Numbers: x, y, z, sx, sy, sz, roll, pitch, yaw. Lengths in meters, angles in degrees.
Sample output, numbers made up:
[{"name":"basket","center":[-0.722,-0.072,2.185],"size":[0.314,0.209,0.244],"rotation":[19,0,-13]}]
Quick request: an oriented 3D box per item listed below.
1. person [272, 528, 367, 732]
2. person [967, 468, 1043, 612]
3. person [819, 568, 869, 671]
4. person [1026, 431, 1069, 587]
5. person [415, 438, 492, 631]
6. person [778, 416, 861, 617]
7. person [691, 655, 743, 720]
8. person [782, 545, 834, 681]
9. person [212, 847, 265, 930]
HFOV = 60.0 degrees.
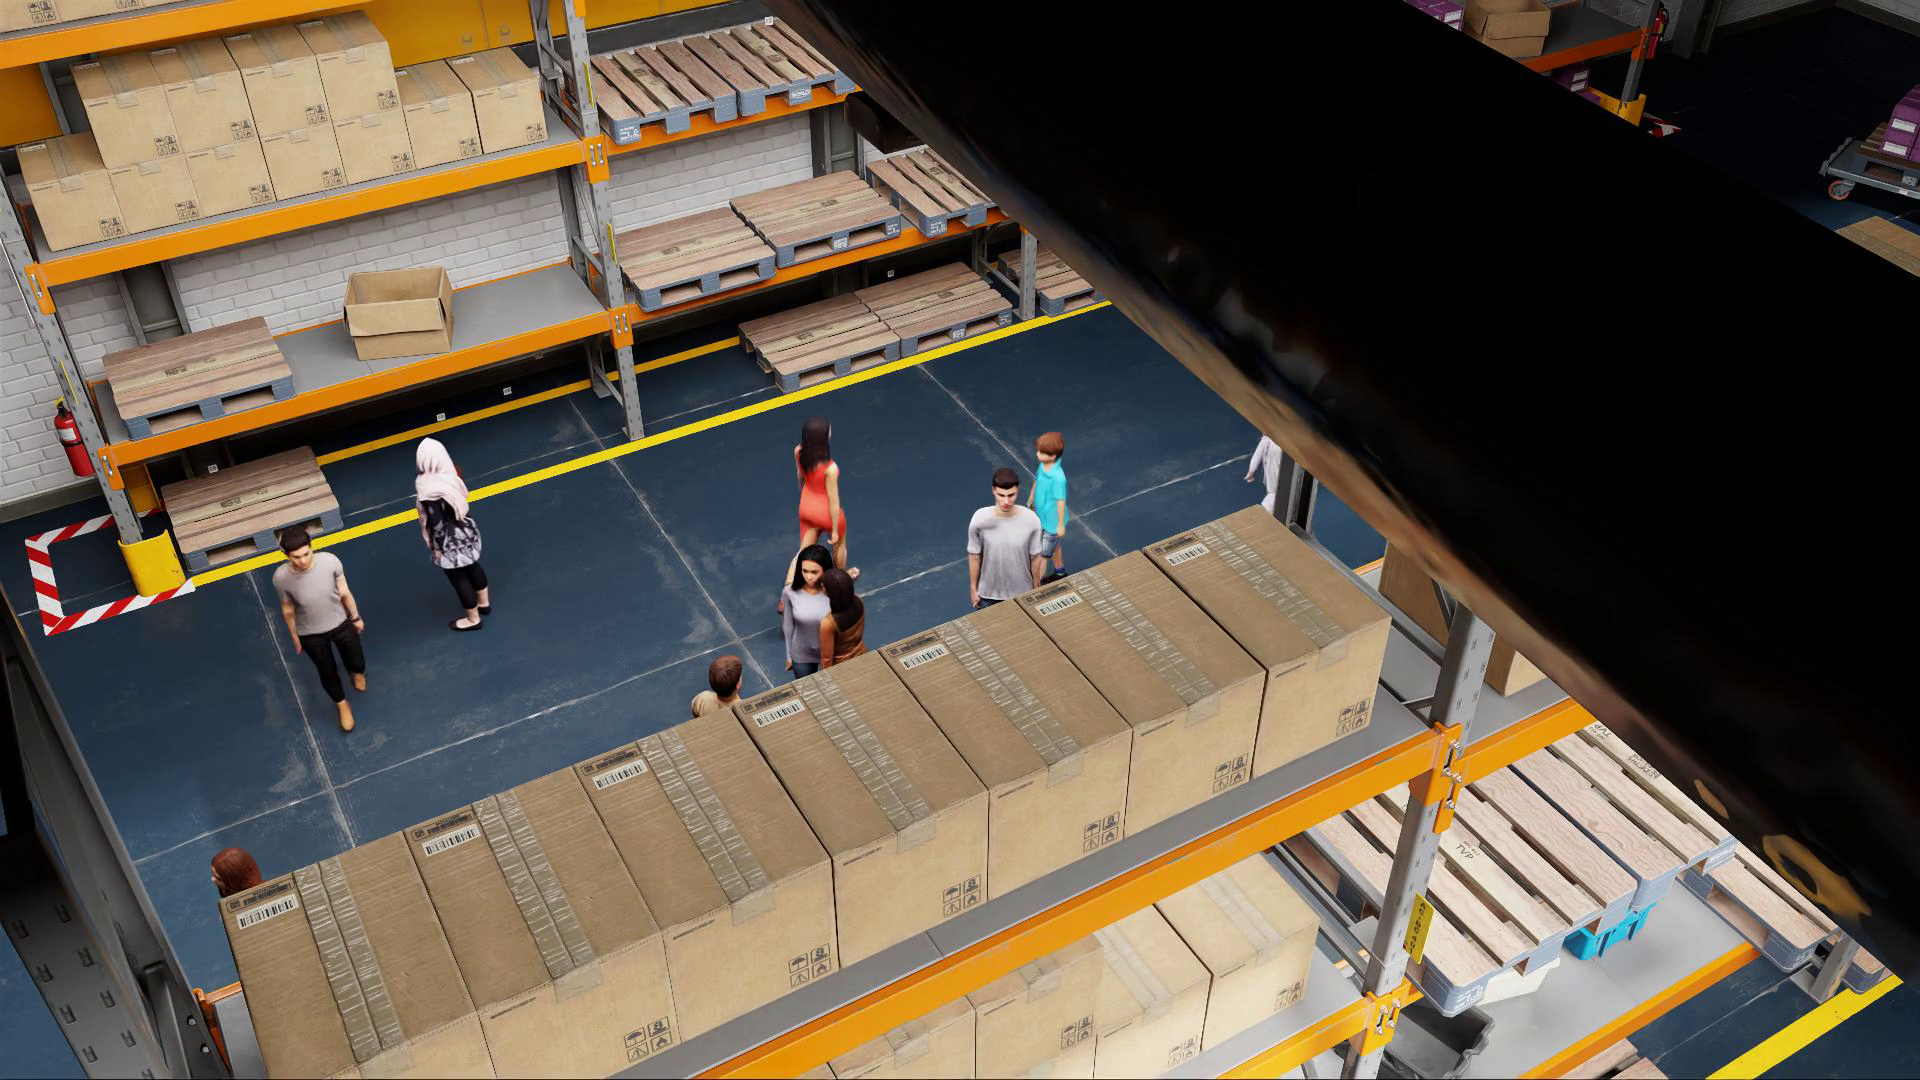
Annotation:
[{"name":"person","center":[-4.330,0.531,11.316],"size":[0.698,1.698,0.714],"rotation":[-16,41,-20]},{"name":"person","center":[0.310,0.277,11.484],"size":[0.670,1.886,0.805],"rotation":[-2,39,-2]},{"name":"person","center":[-0.751,0.855,10.923],"size":[0.696,1.683,0.588],"rotation":[22,43,25]},{"name":"person","center":[0.737,-0.205,12.449],"size":[0.828,1.435,0.651],"rotation":[-12,40,-14]},{"name":"person","center":[-3.677,-0.046,12.093],"size":[0.780,1.631,0.738],"rotation":[4,39,4]},{"name":"person","center":[-1.085,-0.137,12.168],"size":[0.924,1.681,1.199],"rotation":[23,44,26]},{"name":"person","center":[-1.344,1.416,10.085],"size":[0.748,1.852,0.784],"rotation":[14,41,16]},{"name":"person","center":[-0.932,0.738,11.028],"size":[0.657,1.736,0.749],"rotation":[4,39,5]},{"name":"person","center":[-3.774,2.269,9.117],"size":[0.651,1.728,0.657],"rotation":[19,42,22]}]
